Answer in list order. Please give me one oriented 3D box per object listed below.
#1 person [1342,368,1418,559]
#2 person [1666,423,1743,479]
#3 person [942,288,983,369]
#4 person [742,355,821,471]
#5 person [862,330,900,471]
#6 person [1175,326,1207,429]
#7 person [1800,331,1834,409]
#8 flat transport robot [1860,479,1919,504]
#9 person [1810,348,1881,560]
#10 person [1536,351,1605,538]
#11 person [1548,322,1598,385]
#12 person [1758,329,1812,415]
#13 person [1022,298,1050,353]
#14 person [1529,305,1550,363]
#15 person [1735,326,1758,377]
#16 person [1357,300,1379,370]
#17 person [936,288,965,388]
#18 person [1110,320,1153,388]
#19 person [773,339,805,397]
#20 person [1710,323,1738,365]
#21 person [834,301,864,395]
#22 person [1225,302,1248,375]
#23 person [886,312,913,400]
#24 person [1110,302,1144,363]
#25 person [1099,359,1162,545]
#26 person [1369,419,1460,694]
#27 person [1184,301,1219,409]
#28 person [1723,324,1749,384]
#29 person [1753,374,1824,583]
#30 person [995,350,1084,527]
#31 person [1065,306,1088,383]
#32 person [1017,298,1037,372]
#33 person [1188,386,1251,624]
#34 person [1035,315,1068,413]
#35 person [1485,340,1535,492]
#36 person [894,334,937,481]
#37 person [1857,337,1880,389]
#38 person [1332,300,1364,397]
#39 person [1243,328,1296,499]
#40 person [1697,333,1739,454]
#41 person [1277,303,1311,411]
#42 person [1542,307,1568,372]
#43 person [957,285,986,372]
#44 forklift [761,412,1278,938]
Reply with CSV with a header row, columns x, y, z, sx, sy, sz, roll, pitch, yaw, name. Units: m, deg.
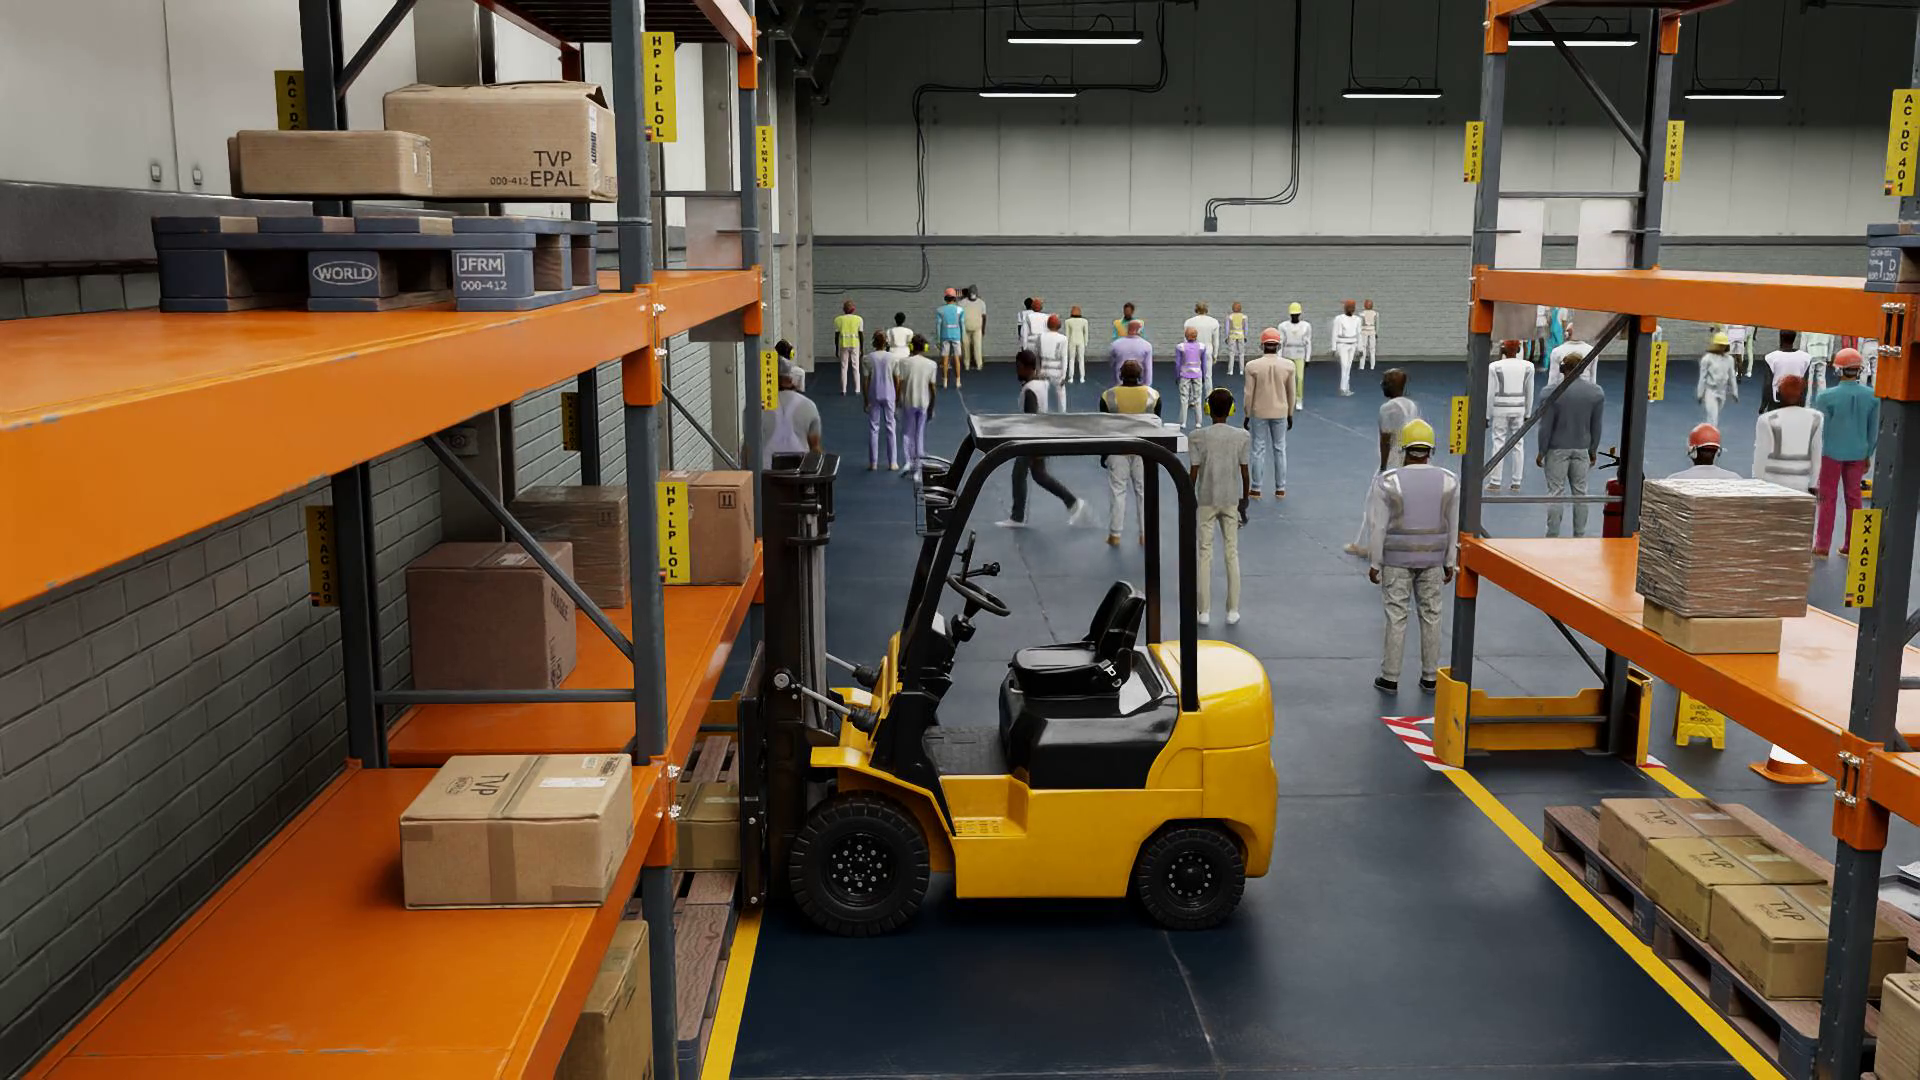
x,y,z,sx,sy,sz,roll,pitch,yaw,name
3.956,-0.693,15.540,0.547,1.814,0.837,-8,13,-36,person
5.082,0.069,11.472,0.563,1.752,0.326,0,10,-2,person
0.044,-4.976,39.132,0.938,1.921,0.611,-5,11,-25,person
-1.596,-0.632,14.578,0.711,2.000,0.854,-4,11,-19,person
-1.024,-1.819,21.740,0.508,1.847,0.345,0,10,-2,person
3.696,-2.596,26.640,0.514,1.641,0.307,0,10,-2,person
15.041,-3.204,29.244,0.593,1.922,0.391,0,10,-2,person
11.024,-0.528,18.932,0.652,0.197,1.431,-3,11,-17,flat transport robot
8.298,-0.803,15.655,0.612,1.997,0.376,0,10,-2,person
5.917,-0.871,16.197,0.631,1.940,0.372,0,10,-2,person
8.200,-1.961,22.349,0.643,1.913,0.410,0,10,-2,person
10.489,-1.757,21.180,0.593,1.922,0.391,0,10,-2,person
1.502,-3.780,32.561,0.575,1.883,0.355,0,10,-2,person
14.199,-5.307,40.911,0.545,1.938,0.355,0,10,-2,person
17.428,-4.553,36.899,0.513,1.872,0.328,0,10,-2,person
9.531,-4.790,38.871,0.514,1.639,0.307,0,10,-2,person
-0.195,-4.134,34.081,0.608,2.044,0.372,0,10,-2,person
2.499,-2.240,24.024,0.631,1.860,0.908,3,11,15,person
-2.018,-1.390,19.271,0.513,1.876,0.328,0,10,-2,person
18.282,-5.088,39.601,1.028,1.961,0.623,-2,10,-11,person
-2.157,-3.727,32.366,0.566,1.846,0.389,0,10,-2,person
6.202,-4.514,37.322,0.514,1.641,0.307,0,10,-2,person
-1.124,-3.437,31.213,0.552,1.673,0.638,-2,10,-11,person
3.117,-3.446,30.701,0.590,1.887,0.880,6,12,30,person
1.674,-0.862,16.420,0.628,1.844,0.429,0,10,-2,person
2.989,0.116,10.993,0.590,1.833,0.404,0,10,-2,person
4.306,-3.301,29.736,0.631,1.940,0.372,0,10,-2,person
16.276,-4.238,34.955,0.545,1.938,0.355,0,10,-2,person
7.089,-0.488,14.262,0.590,1.870,0.627,0,10,2,person
0.835,-1.046,17.352,0.857,1.885,0.615,2,10,9,person
2.470,-4.158,35.359,0.500,1.633,0.284,0,10,-2,person
1.582,-4.713,38.278,0.535,1.697,0.318,0,10,-2,person
2.016,-0.266,13.020,0.513,1.872,0.328,0,10,-2,person
1.464,-2.600,26.084,0.599,1.851,0.880,5,11,25,person
6.550,-1.505,19.881,0.575,1.884,0.355,0,10,-2,person
-0.562,-1.655,20.847,0.567,1.835,0.463,-2,10,-10,person
17.446,-3.596,31.916,0.487,1.746,0.289,0,10,-2,person
7.540,-3.679,32.049,0.606,1.859,0.775,-4,11,-20,person
3.595,-1.466,19.356,0.612,1.995,0.377,0,10,-2,person
10.675,-2.034,23.327,0.492,1.709,0.843,-3,10,-14,person
5.906,-3.231,29.463,0.590,1.892,0.860,2,10,13,person
13.668,-4.732,38.109,0.365,1.796,0.747,-2,10,-13,person
0.266,-4.936,38.556,0.699,2.000,0.804,0,10,-1,person
0.291,0.548,7.580,2.313,2.155,1.214,0,10,-2,forklift
